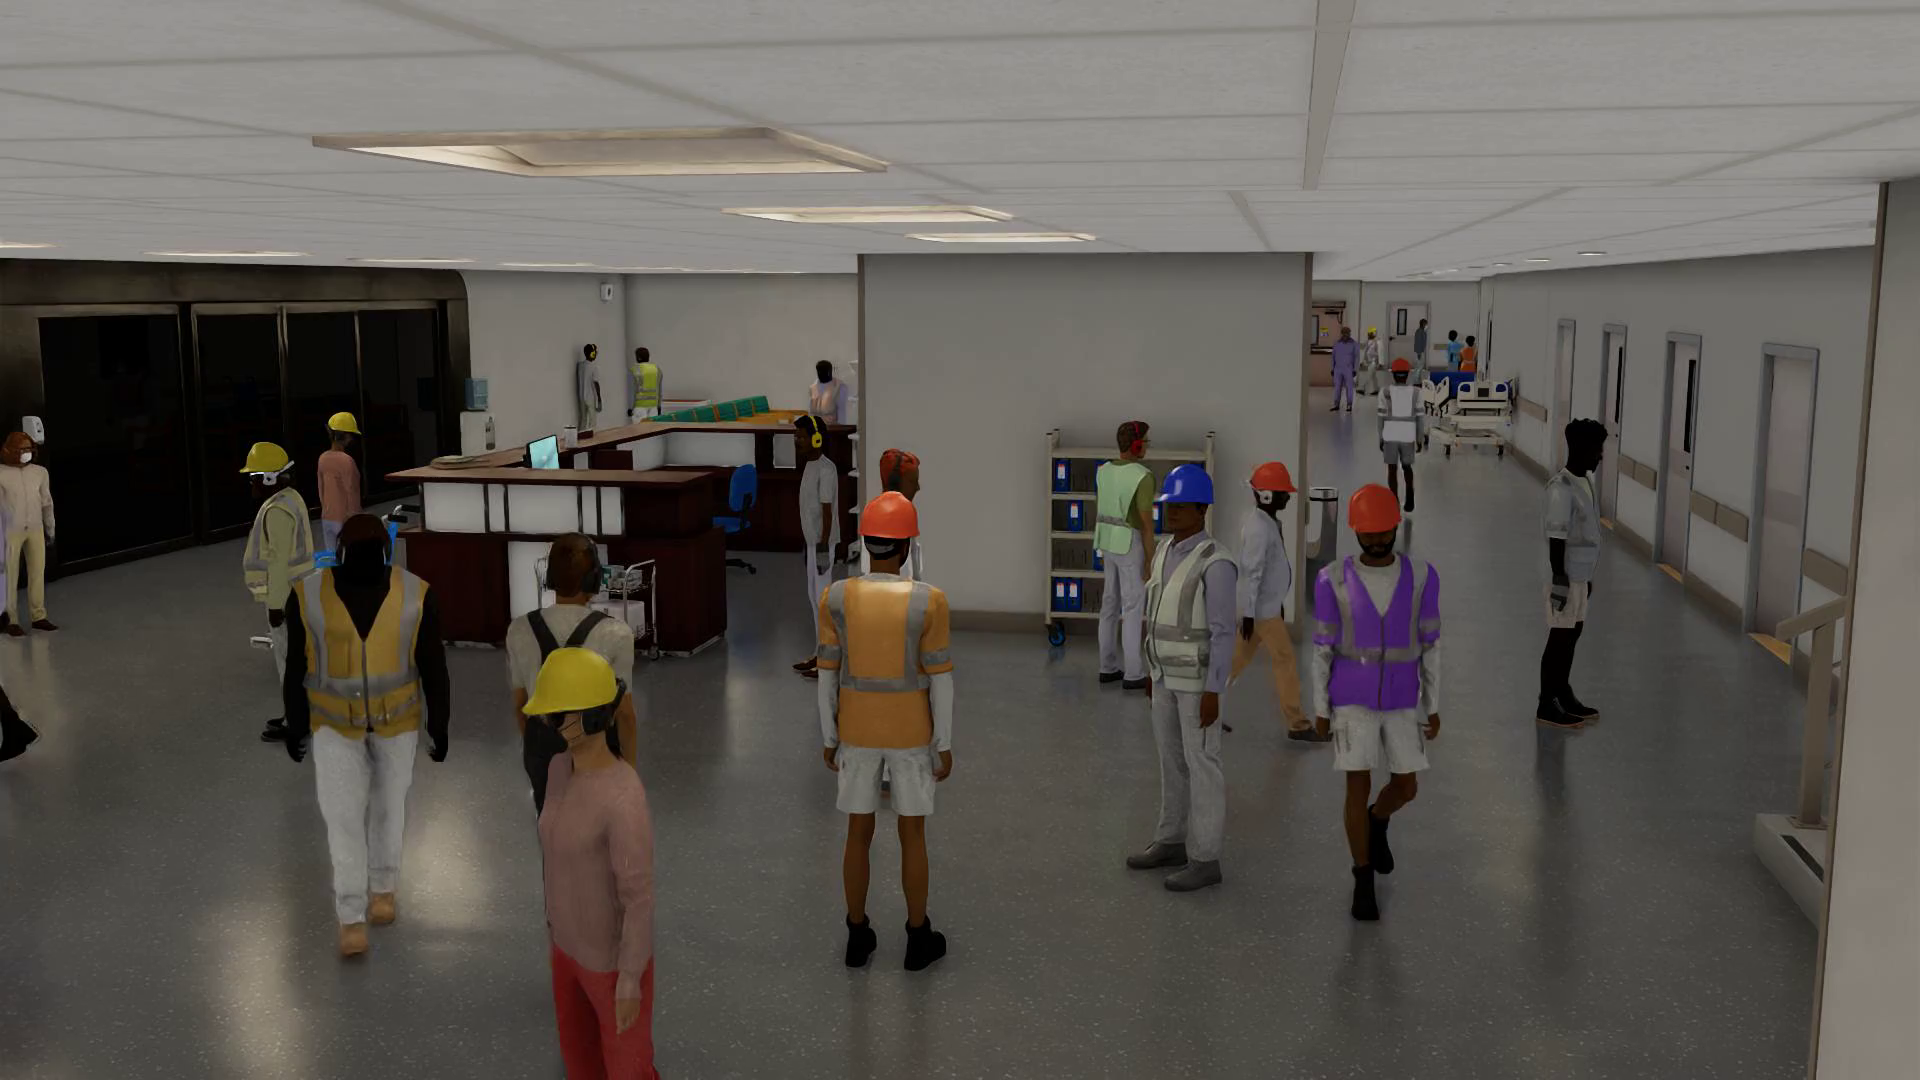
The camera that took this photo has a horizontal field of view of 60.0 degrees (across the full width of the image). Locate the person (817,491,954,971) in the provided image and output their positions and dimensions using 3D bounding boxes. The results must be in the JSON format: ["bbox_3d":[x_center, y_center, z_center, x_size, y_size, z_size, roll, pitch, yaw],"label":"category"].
[{"bbox_3d":[-0.291,0.768,6.725,0.552,1.935,0.369,2,9,12],"label":"person"}]

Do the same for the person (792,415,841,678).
[{"bbox_3d":[-1.016,0.043,11.799,0.326,1.862,0.508,-3,9,-19],"label":"person"}]

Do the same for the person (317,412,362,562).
[{"bbox_3d":[-4.950,-0.145,13.378,0.523,1.761,0.328,8,12,42],"label":"person"}]

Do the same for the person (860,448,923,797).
[{"bbox_3d":[-0.368,0.444,9.044,0.362,1.886,0.575,-3,9,-16],"label":"person"}]

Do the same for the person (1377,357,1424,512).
[{"bbox_3d":[5.351,-1.258,20.246,0.542,1.917,0.528,1,9,7],"label":"person"}]

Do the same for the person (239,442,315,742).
[{"bbox_3d":[-4.144,0.312,10.143,0.403,1.824,0.595,-3,9,-16],"label":"person"}]

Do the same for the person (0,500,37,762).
[{"bbox_3d":[-5.554,0.385,9.305,0.417,1.917,0.574,1,9,3],"label":"person"}]

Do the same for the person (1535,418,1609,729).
[{"bbox_3d":[3.830,0.205,10.424,0.388,1.952,0.614,6,10,34],"label":"person"}]

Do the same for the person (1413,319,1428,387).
[{"bbox_3d":[12.908,-5.234,46.605,0.381,1.928,0.634,4,9,25],"label":"person"}]

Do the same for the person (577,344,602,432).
[{"bbox_3d":[-6.084,-2.284,27.271,0.520,1.857,0.331,5,10,32],"label":"person"}]

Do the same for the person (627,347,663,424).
[{"bbox_3d":[-4.967,-2.111,26.157,0.633,1.839,0.429,-8,12,-44],"label":"person"}]

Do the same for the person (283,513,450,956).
[{"bbox_3d":[-2.460,0.797,6.945,0.656,1.809,0.815,-4,9,-23],"label":"person"}]

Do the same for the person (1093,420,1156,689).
[{"bbox_3d":[1.129,0.101,11.457,0.391,1.846,0.564,-5,10,-32],"label":"person"}]

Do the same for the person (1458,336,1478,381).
[{"bbox_3d":[11.983,-3.977,39.157,0.544,1.643,0.885,5,10,28],"label":"person"}]

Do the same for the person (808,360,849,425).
[{"bbox_3d":[-1.788,-1.531,22.462,0.619,1.800,0.959,3,9,22],"label":"person"}]

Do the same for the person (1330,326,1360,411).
[{"bbox_3d":[8.672,-3.860,37.540,0.643,1.908,0.411,5,10,31],"label":"person"}]

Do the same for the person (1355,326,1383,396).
[{"bbox_3d":[10.544,-4.613,42.919,0.912,1.786,0.606,-3,9,-19],"label":"person"}]

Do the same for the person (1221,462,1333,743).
[{"bbox_3d":[1.821,0.368,10.137,0.882,1.712,0.576,2,9,14],"label":"person"}]

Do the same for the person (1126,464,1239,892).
[{"bbox_3d":[1.040,0.621,7.658,0.378,1.951,0.608,-4,9,-24],"label":"person"}]

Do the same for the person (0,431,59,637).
[{"bbox_3d":[-7.438,-0.051,13.212,0.285,1.627,0.504,5,10,30],"label":"person"}]

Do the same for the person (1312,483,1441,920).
[{"bbox_3d":[1.834,0.681,7.386,0.566,1.914,0.616,1,9,3],"label":"person"}]

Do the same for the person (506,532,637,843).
[{"bbox_3d":[-1.462,0.876,6.371,0.499,1.826,0.423,0,9,1],"label":"person"}]

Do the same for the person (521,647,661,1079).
[{"bbox_3d":[-1.025,1.166,4.704,0.370,1.771,0.533,-7,11,-39],"label":"person"}]
